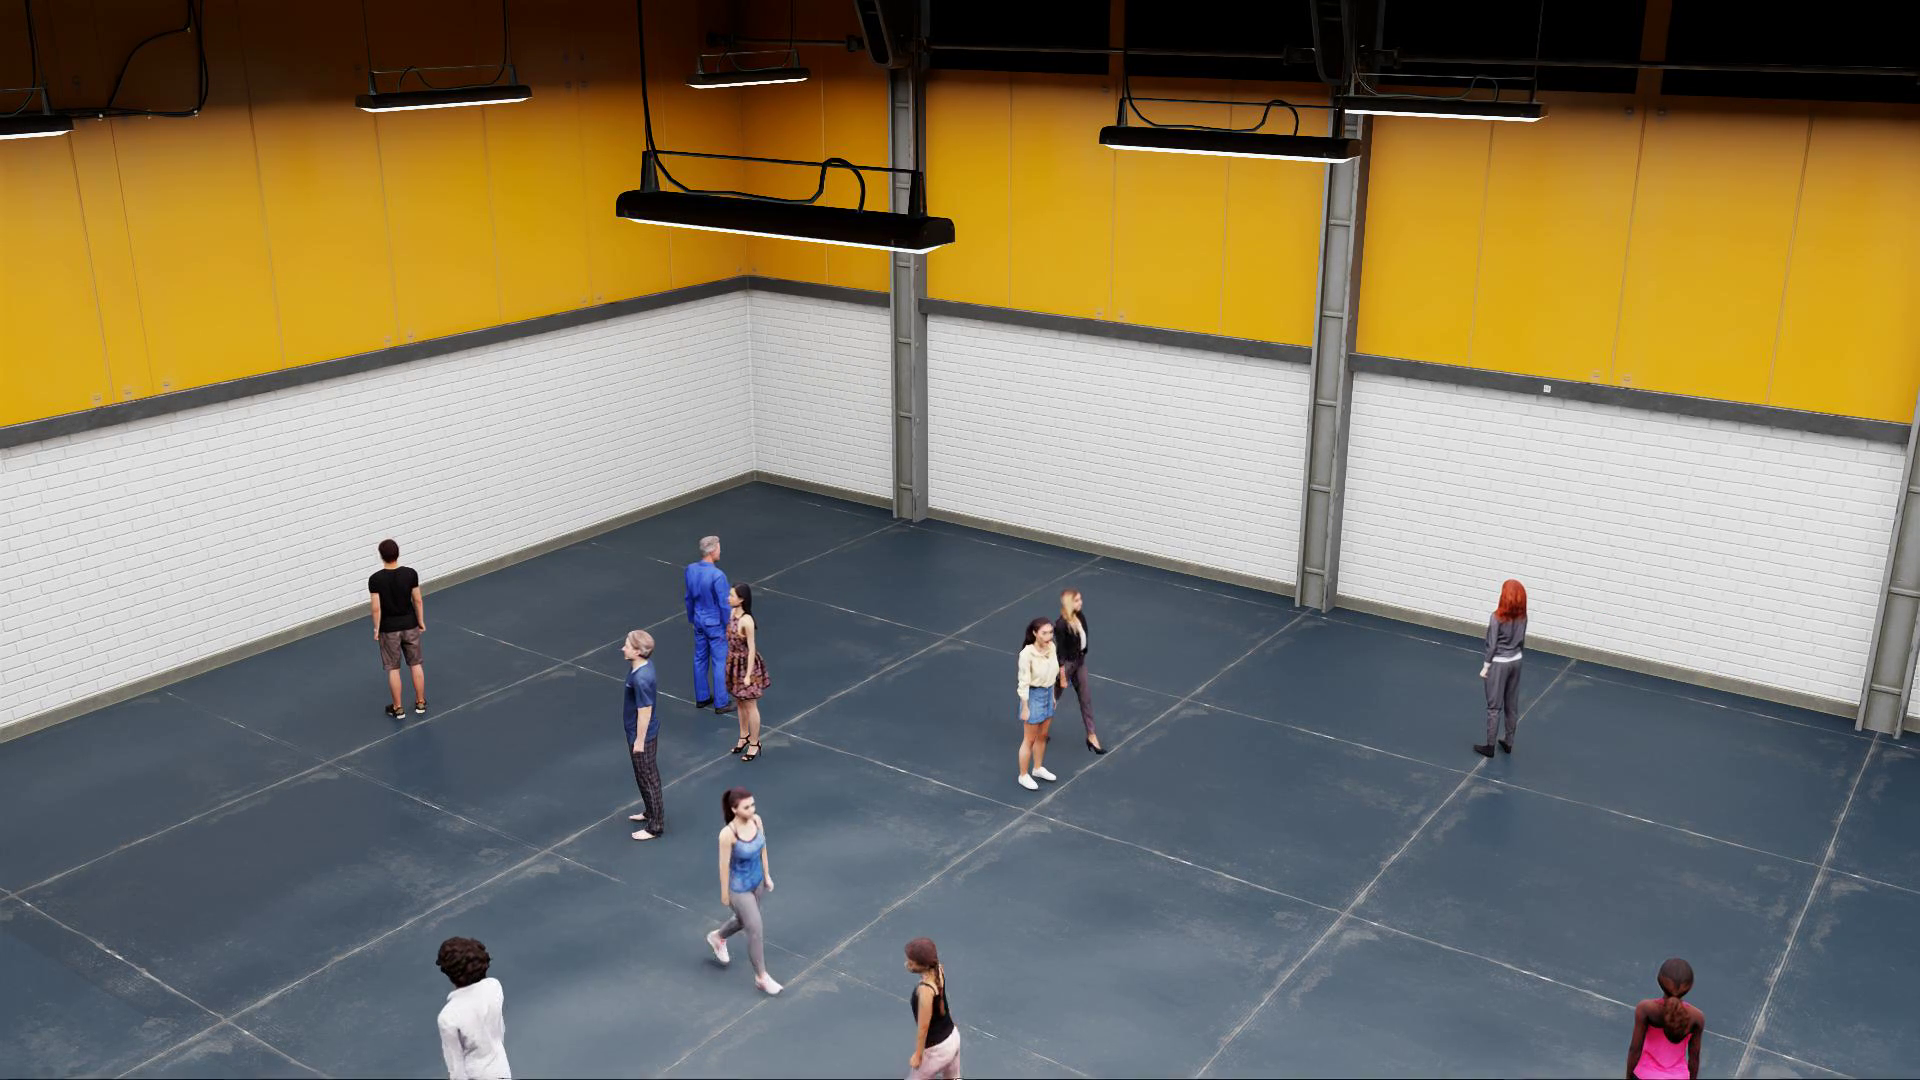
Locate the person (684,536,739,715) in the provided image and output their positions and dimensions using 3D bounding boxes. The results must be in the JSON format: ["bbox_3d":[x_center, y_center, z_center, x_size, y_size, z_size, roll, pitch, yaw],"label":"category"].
[{"bbox_3d":[-2.517,0.844,16.751,0.477,1.825,0.780,13,23,34],"label":"person"}]

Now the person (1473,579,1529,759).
[{"bbox_3d":[5.153,1.204,15.757,0.655,1.779,0.678,-6,20,-18],"label":"person"}]

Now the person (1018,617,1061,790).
[{"bbox_3d":[0.711,1.467,15.210,0.577,1.630,0.670,17,25,40],"label":"person"}]

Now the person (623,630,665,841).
[{"bbox_3d":[-2.723,1.648,14.292,0.787,1.872,0.722,-4,19,-10],"label":"person"}]

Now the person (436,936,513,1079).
[{"bbox_3d":[-2.782,3.187,9.872,1.159,1.775,0.672,15,24,37],"label":"person"}]

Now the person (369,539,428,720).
[{"bbox_3d":[-5.612,0.871,16.614,0.749,1.862,0.721,-12,22,-31],"label":"person"}]

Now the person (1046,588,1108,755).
[{"bbox_3d":[0.959,1.251,15.867,1.050,1.619,0.642,14,23,36],"label":"person"}]

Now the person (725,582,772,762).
[{"bbox_3d":[-2.044,1.232,15.682,0.838,1.773,0.749,-10,21,-28],"label":"person"}]

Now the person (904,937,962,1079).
[{"bbox_3d":[-0.104,3.158,10.337,0.785,1.535,0.648,11,21,29],"label":"person"}]

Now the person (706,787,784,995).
[{"bbox_3d":[-1.617,2.515,12.166,1.004,1.586,0.560,12,22,31],"label":"person"}]

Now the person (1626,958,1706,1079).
[{"bbox_3d":[4.134,3.229,9.829,0.588,1.724,0.685,5,19,14],"label":"person"}]
